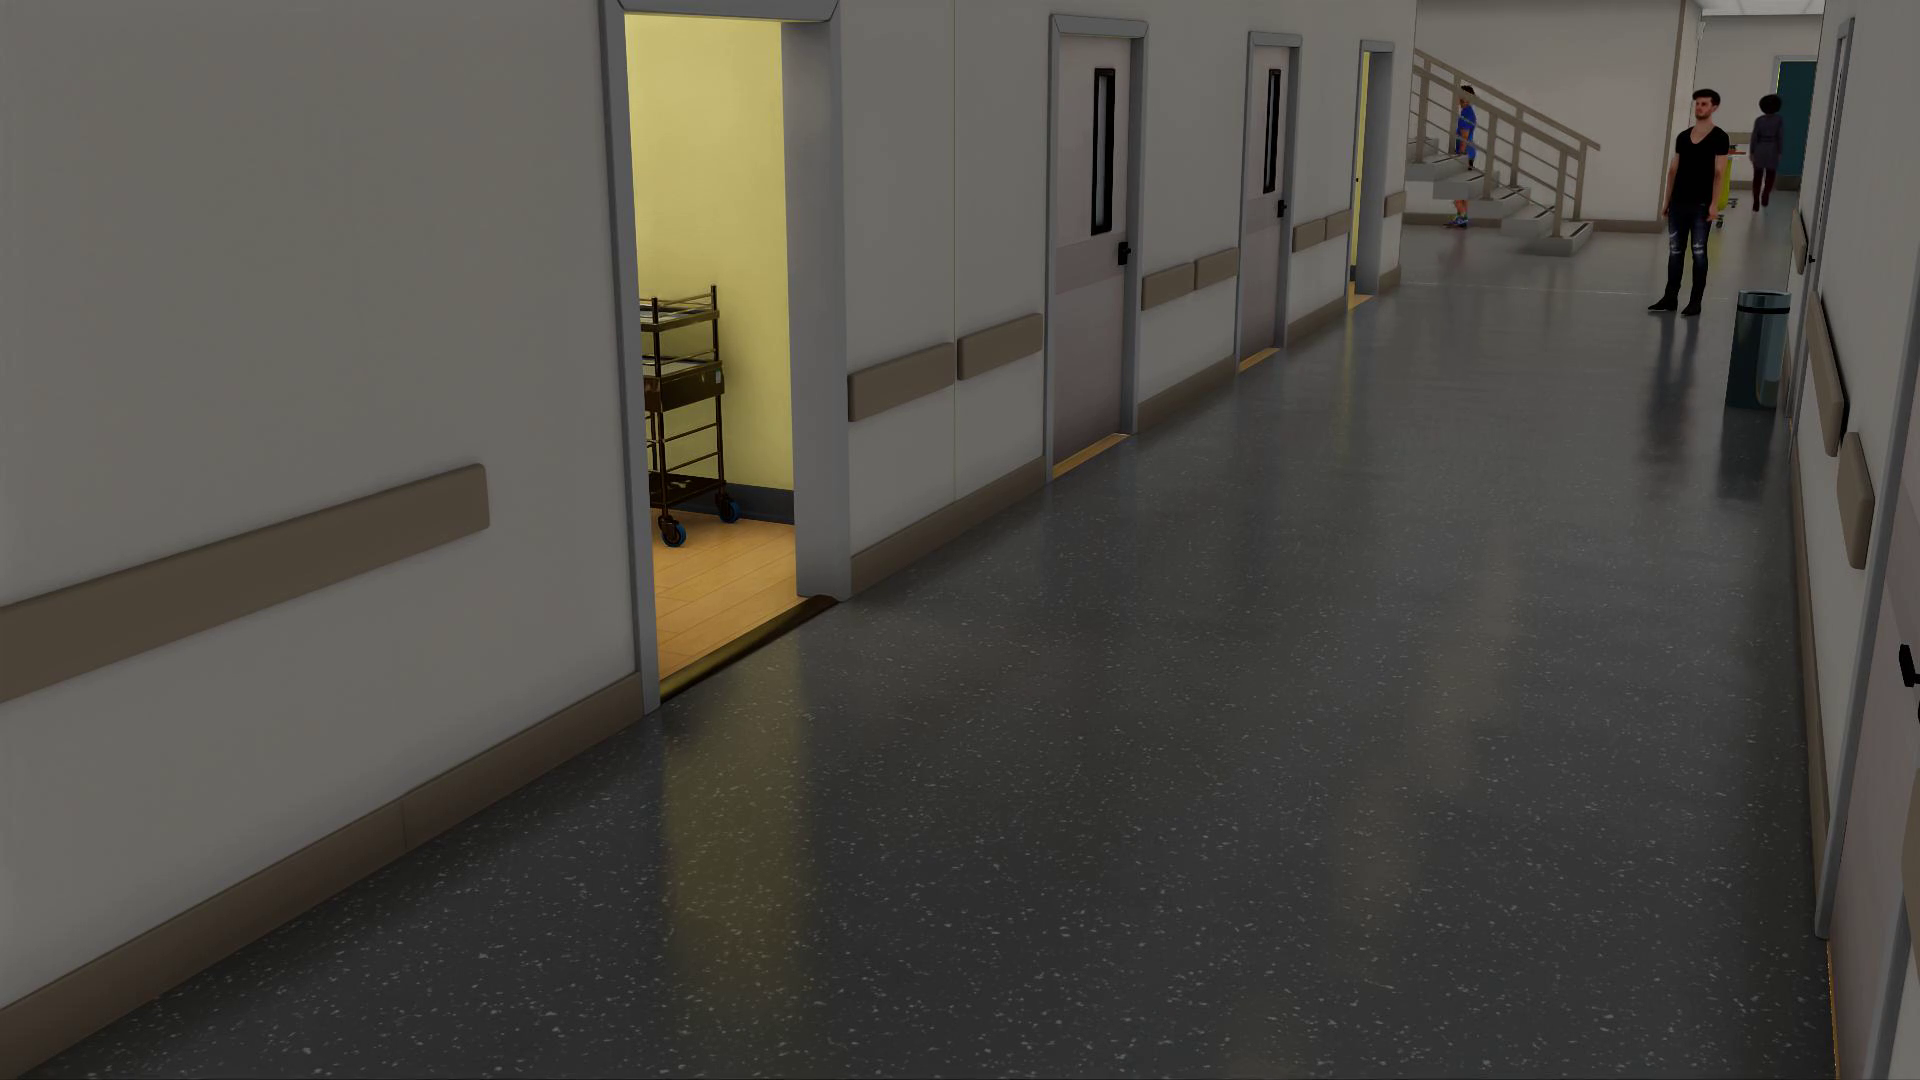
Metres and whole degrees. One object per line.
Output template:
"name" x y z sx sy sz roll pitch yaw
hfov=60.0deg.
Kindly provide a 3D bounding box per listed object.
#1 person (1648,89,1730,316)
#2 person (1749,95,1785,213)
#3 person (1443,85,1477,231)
"person" 6.350 -2.923 14.396 0.817 1.897 0.690 -11 19 -35
"person" 11.968 -5.720 24.688 0.647 1.696 0.646 7 17 24
"person" 6.720 -5.030 21.936 0.622 1.861 0.632 6 17 20
